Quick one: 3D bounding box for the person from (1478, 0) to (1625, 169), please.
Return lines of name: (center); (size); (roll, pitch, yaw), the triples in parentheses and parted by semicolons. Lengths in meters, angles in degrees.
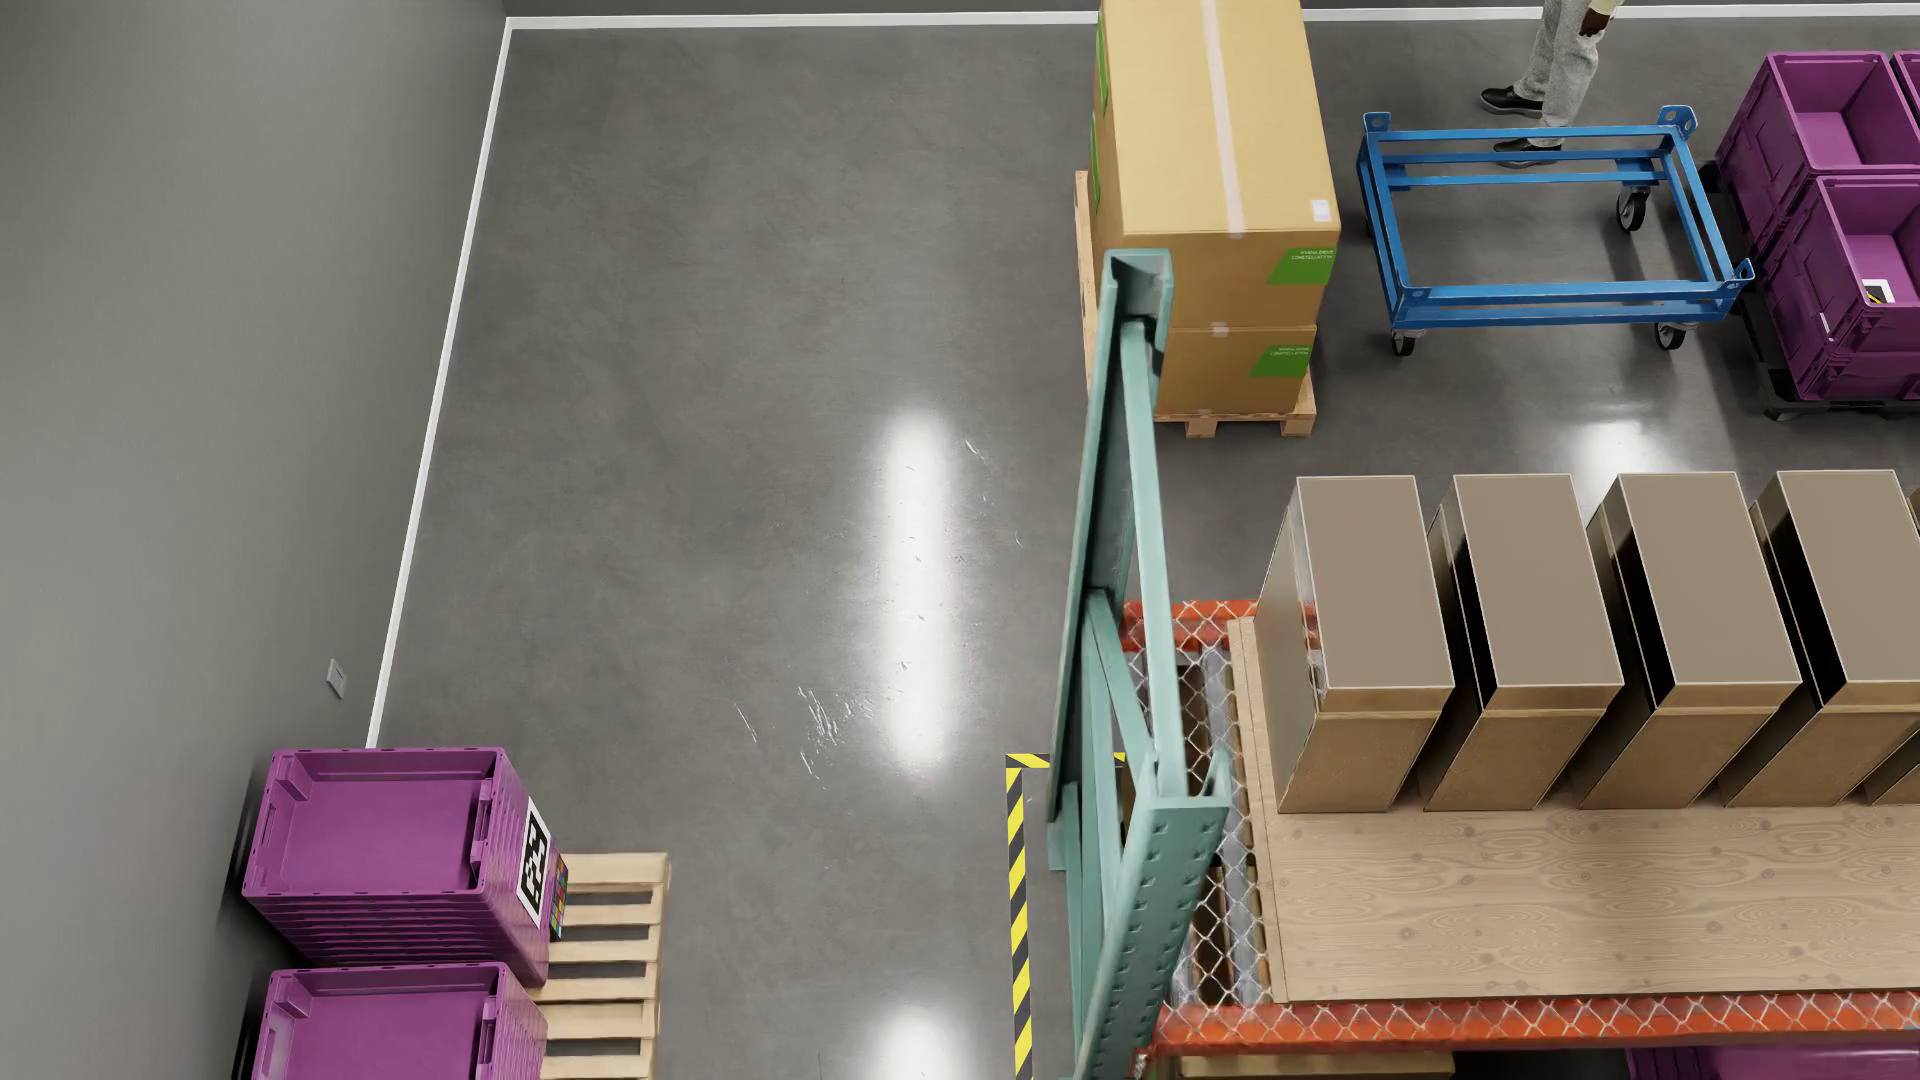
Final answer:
person: (2.307, -2.154, 6.082); (0.404, 1.832, 0.603); (2, 58, 1)
